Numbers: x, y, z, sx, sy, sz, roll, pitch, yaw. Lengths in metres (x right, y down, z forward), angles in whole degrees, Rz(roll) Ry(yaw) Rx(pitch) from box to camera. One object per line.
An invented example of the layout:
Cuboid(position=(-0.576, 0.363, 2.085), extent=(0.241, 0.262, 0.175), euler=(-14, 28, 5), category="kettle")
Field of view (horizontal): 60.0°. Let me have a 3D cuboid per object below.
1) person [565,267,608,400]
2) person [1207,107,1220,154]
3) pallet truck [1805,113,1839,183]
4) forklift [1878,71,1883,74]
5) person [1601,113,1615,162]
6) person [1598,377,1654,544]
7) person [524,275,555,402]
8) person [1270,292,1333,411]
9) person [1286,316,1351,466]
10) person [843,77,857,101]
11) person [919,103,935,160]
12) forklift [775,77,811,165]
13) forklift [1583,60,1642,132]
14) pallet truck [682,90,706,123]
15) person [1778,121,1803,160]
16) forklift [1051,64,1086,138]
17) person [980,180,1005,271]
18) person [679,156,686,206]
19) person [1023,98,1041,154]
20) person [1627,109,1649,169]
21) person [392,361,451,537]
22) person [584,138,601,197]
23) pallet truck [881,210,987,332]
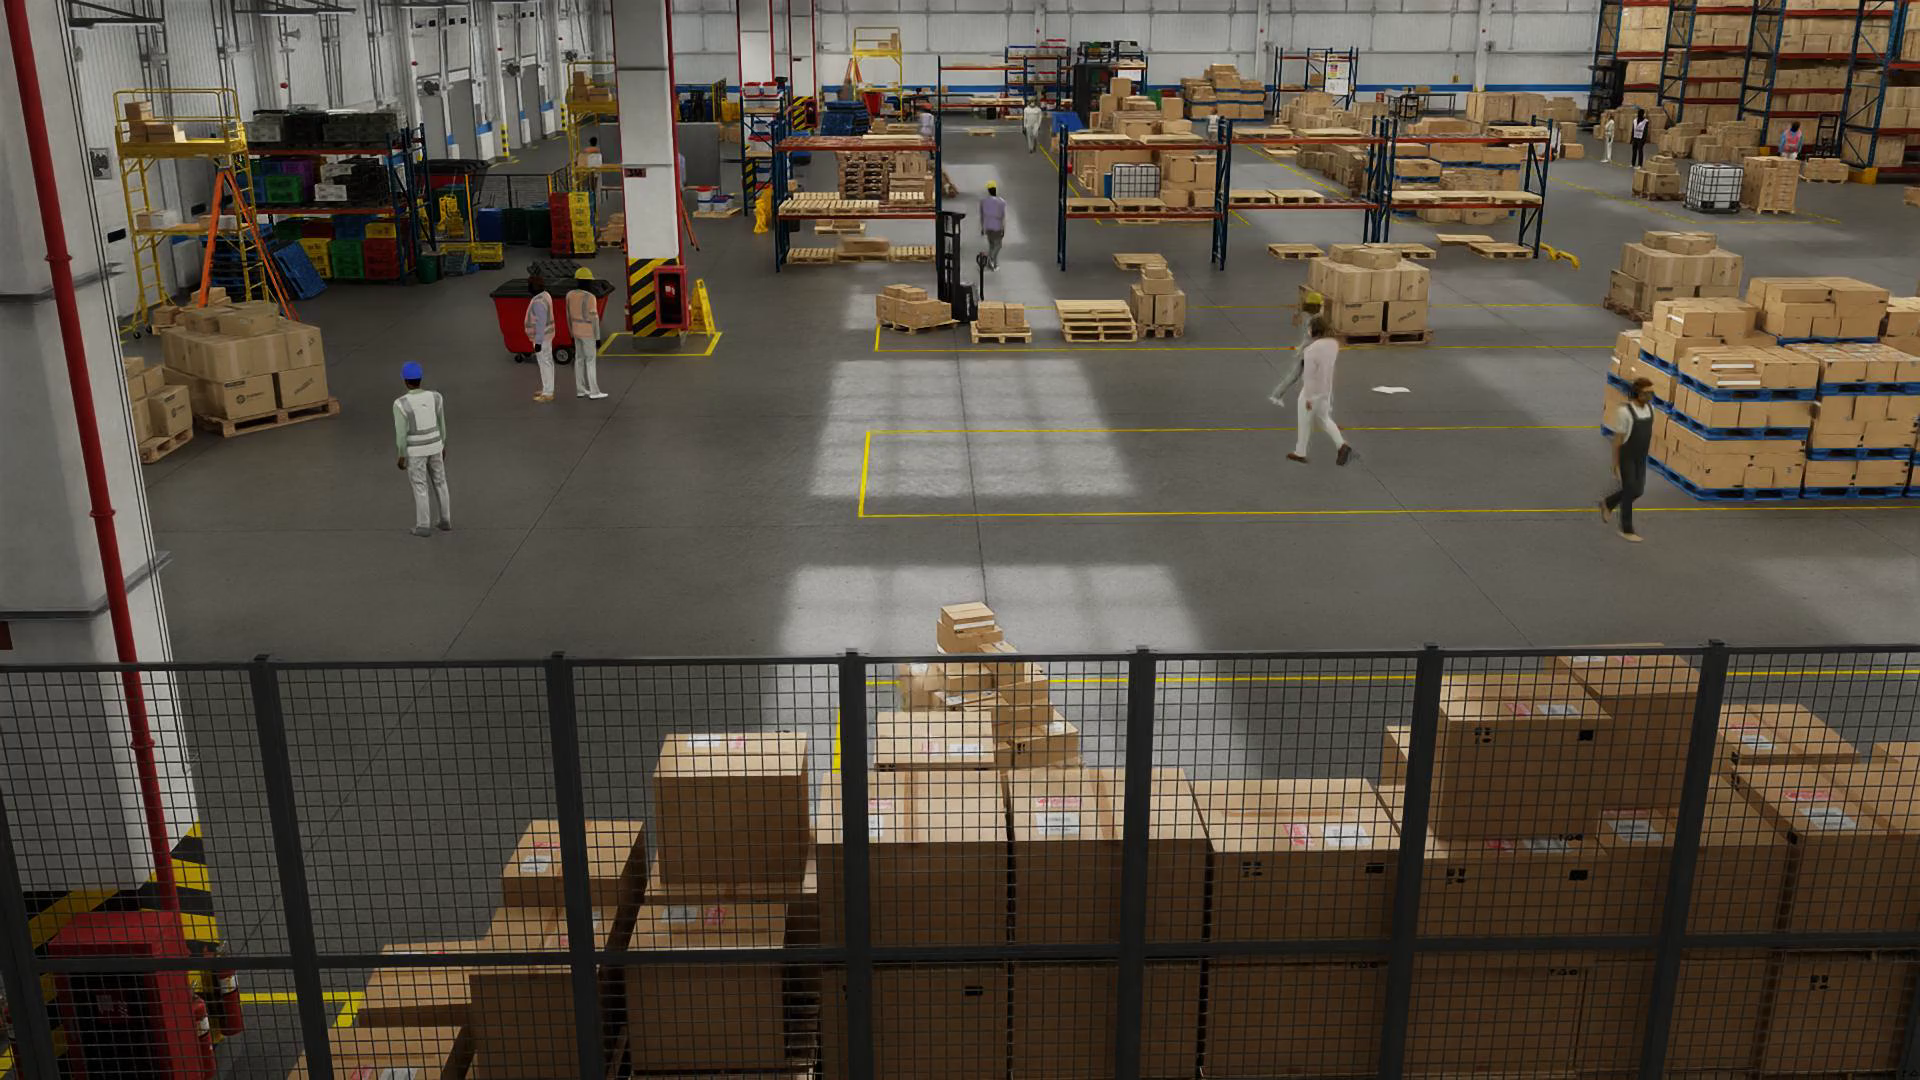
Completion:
Cuboid(position=(-5.472, -3.015, 24.293), extent=(0.587, 1.922, 0.383), euler=(12, 22, 33), category="person")
Cuboid(position=(8.913, -14.398, 58.536), extent=(0.516, 1.619, 0.587), euler=(8, 20, 22), category="person")
Cuboid(position=(26.403, -11.957, 50.702), extent=(0.823, 1.965, 1.885), euler=(6, 19, 16), category="pallet truck")
Cuboid(position=(32.119, -15.186, 58.920), extent=(1.129, 2.768, 1.873), euler=(-1, 19, -1), category="forklift")
Cuboid(position=(21.828, -13.537, 55.958), extent=(0.315, 1.629, 0.509), euler=(0, 19, 0), category="person")
Cuboid(position=(7.300, -0.908, 18.193), extent=(0.512, 1.828, 0.653), euler=(-9, 21, -25), category="person")
Cuboid(position=(-6.099, -2.933, 24.176), extent=(0.429, 1.844, 0.624), euler=(-2, 19, -6), category="person")
Cuboid(position=(4.884, -2.683, 23.645), extent=(0.864, 1.707, 0.486), euler=(1, 19, 3), category="person")
Cuboid(position=(4.532, -1.854, 20.865), extent=(0.634, 1.919, 0.829), euler=(-13, 23, -34), category="person")
Cuboid(position=(-4.745, -18.823, 71.199), extent=(0.635, 1.916, 0.740), euler=(11, 22, 29), category="person")
Cuboid(position=(-1.145, -13.875, 56.547), extent=(0.555, 1.909, 0.887), euler=(10, 21, 28), category="person")
Cuboid(position=(-5.920, -13.893, 55.085), extent=(1.873, 2.768, 1.129), euler=(-1, 19, -1), category="forklift")
Cuboid(position=(26.095, -17.629, 66.170), extent=(1.873, 2.768, 1.129), euler=(-1, 19, -2), category="forklift")
Cuboid(position=(-9.671, -15.907, 62.421), extent=(0.823, 1.965, 1.885), euler=(5, 19, 15), category="pallet truck")
Cuboid(position=(25.128, -11.747, 50.367), extent=(0.686, 1.811, 0.599), euler=(4, 19, 10), category="person")
Cuboid(position=(4.475, -16.592, 63.094), extent=(1.873, 2.768, 1.129), euler=(-3, 19, -8), category="forklift")
Cuboid(position=(0.658, -6.556, 34.847), extent=(0.590, 1.894, 0.590), euler=(8, 20, 24), category="person")
Cuboid(position=(-7.357, -9.281, 42.933), extent=(0.567, 1.881, 0.990), euler=(-3, 19, -8), category="person")
Cuboid(position=(2.538, -14.610, 58.701), extent=(0.636, 1.922, 0.495), euler=(2, 19, 4), category="person")
Cuboid(position=(22.077, -13.038, 54.055), extent=(0.386, 1.909, 0.590), euler=(-9, 20, -24), category="person")
Cuboid(position=(-5.913, -0.996, 18.261), extent=(0.402, 1.949, 0.605), euler=(16, 24, 38), category="person")
Cuboid(position=(-10.329, -10.556, 47.086), extent=(0.542, 1.635, 0.883), euler=(3, 19, 9), category="person")
Cuboid(position=(-0.493, -4.759, 29.349), extent=(1.885, 1.965, 0.823), euler=(-13, 23, -34), category="pallet truck")
